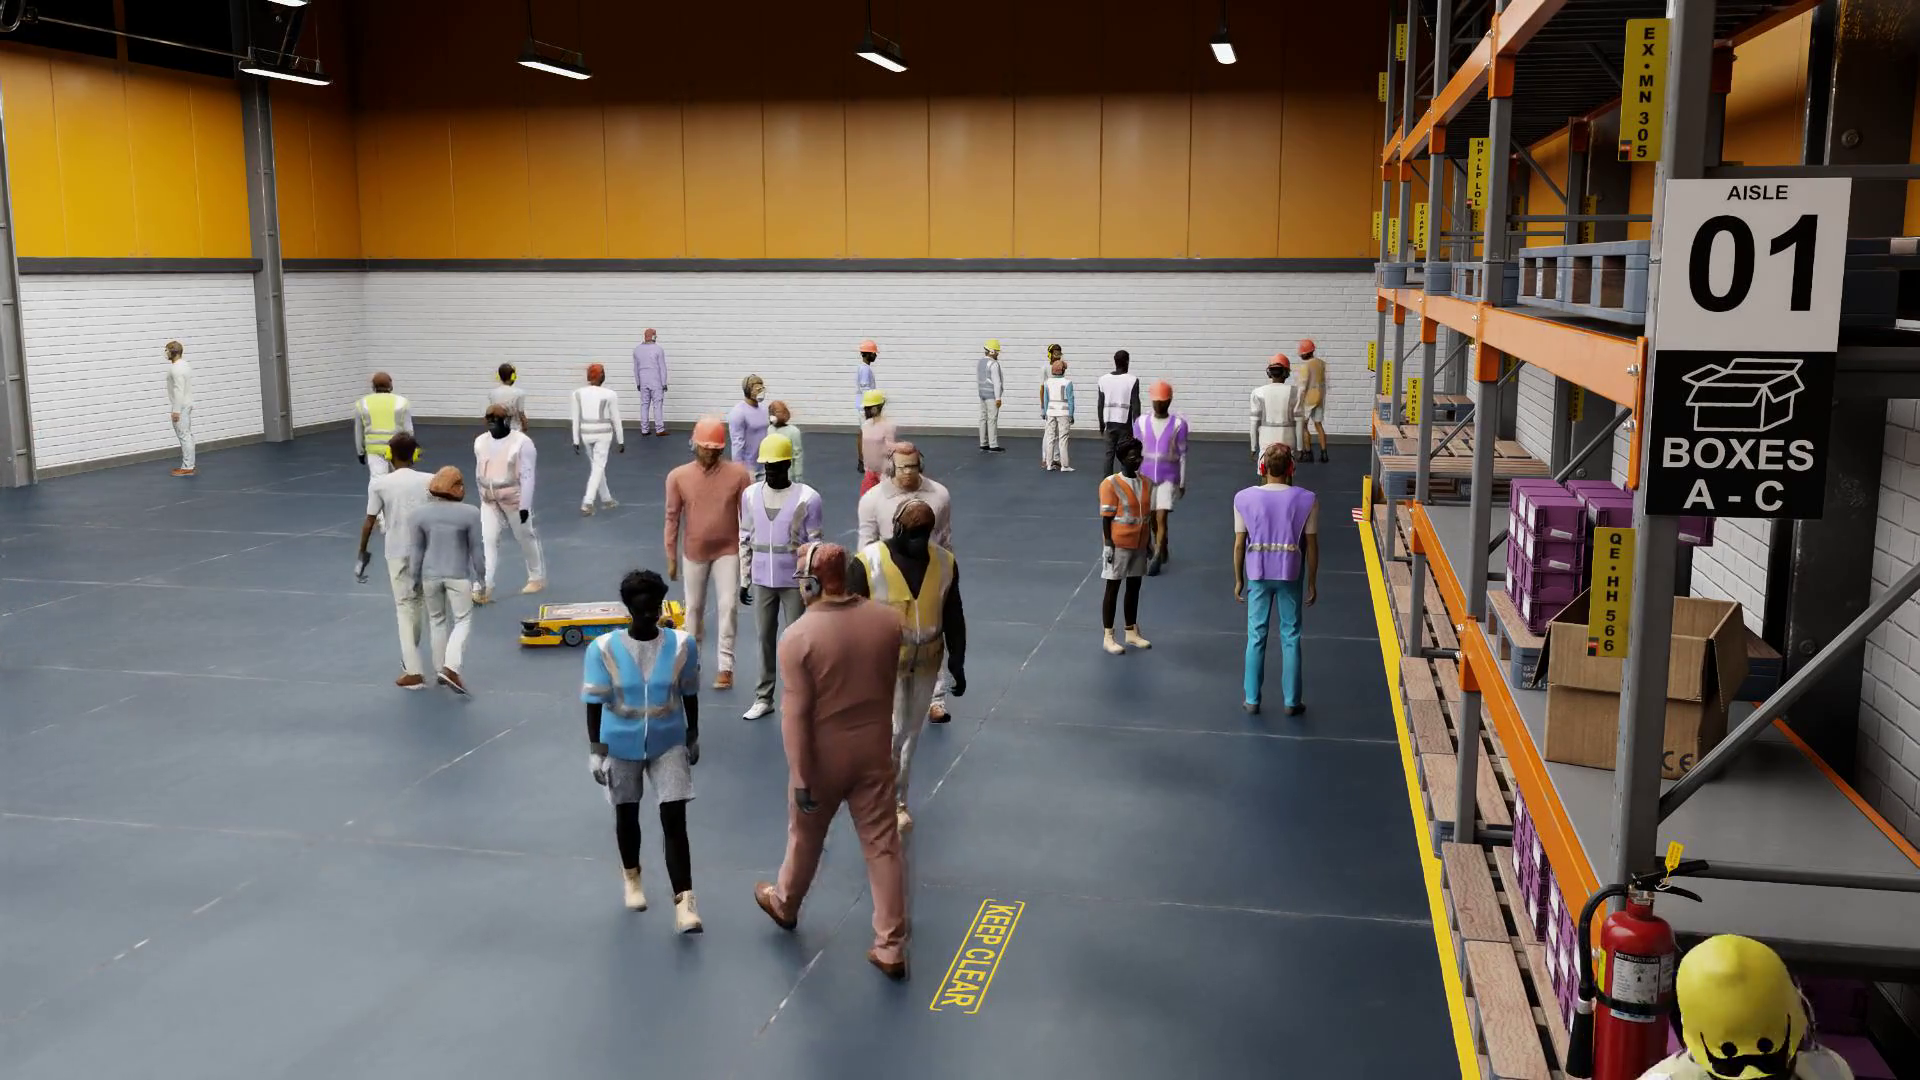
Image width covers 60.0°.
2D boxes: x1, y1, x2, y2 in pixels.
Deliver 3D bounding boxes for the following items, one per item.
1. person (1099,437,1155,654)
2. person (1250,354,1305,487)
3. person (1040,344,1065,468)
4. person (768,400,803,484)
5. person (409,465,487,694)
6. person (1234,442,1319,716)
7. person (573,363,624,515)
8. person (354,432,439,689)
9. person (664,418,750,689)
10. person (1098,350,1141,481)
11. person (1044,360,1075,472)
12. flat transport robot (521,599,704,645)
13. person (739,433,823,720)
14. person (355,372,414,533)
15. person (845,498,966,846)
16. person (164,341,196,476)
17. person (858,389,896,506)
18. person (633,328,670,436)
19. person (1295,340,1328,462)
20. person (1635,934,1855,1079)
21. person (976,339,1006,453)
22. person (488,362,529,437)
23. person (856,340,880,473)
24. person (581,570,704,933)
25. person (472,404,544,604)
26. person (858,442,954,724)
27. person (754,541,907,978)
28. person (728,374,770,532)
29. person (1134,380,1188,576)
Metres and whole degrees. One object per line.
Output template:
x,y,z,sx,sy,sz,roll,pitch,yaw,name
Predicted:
1.314,0.035,13.039,0.532,1.696,0.318,-7,12,-38,person
3.560,-1.068,18.671,0.605,2.033,0.392,3,10,15,person
1.410,-1.995,24.807,0.527,1.856,0.346,-9,13,-43,person
-1.912,-0.654,17.425,0.514,1.621,0.381,6,11,32,person
-3.649,0.287,11.771,0.547,1.609,0.570,0,9,-2,person
2.111,0.270,11.160,0.566,1.850,0.389,2,10,13,person
-4.423,-1.232,20.266,0.593,1.839,0.991,3,10,15,person
-4.059,0.126,12.109,0.665,1.817,0.915,-6,11,-32,person
-1.795,0.098,11.931,0.654,1.953,0.709,-2,10,-9,person
2.078,-1.519,21.738,0.597,1.916,0.371,6,11,30,person
1.447,-1.808,24.316,0.513,1.640,0.307,7,12,35,person
-2.835,0.659,13.562,1.431,0.197,0.652,-2,10,-13,flat transport robot
-1.196,0.253,11.031,0.587,1.928,0.363,3,10,16,person
-6.570,-1.018,19.066,0.661,1.794,0.935,-2,10,-10,person
-0.265,0.688,8.751,0.660,1.811,0.709,-4,10,-25,person
-11.210,-1.888,23.895,0.367,1.939,0.634,-3,10,-17,person
-0.849,-0.697,17.303,0.529,1.743,0.421,8,12,39,person
-5.445,-2.785,29.415,0.638,1.902,0.407,4,10,21,person
5.405,-2.114,25.423,0.614,1.893,0.457,-9,13,-42,person
1.527,1.608,3.309,0.655,1.797,0.424,-4,10,-22,person
0.501,-2.320,26.848,0.403,1.822,0.588,-6,11,-31,person
-5.511,-1.234,20.238,0.539,1.845,0.583,3,10,17,person
-1.335,-1.942,24.232,0.365,1.934,0.553,-1,10,-8,person
-1.422,0.968,7.540,0.556,1.654,0.876,-3,10,-16,person
-4.114,-0.337,15.022,0.645,1.788,1.004,3,10,16,person
-0.327,0.296,10.960,0.660,1.861,0.940,-2,10,-10,person
-0.554,0.917,7.266,0.655,1.845,1.030,-6,11,-33,person
-2.093,-0.700,16.739,0.377,1.940,0.629,4,10,22,person
1.987,-0.638,16.472,0.551,1.915,0.881,4,10,21,person
